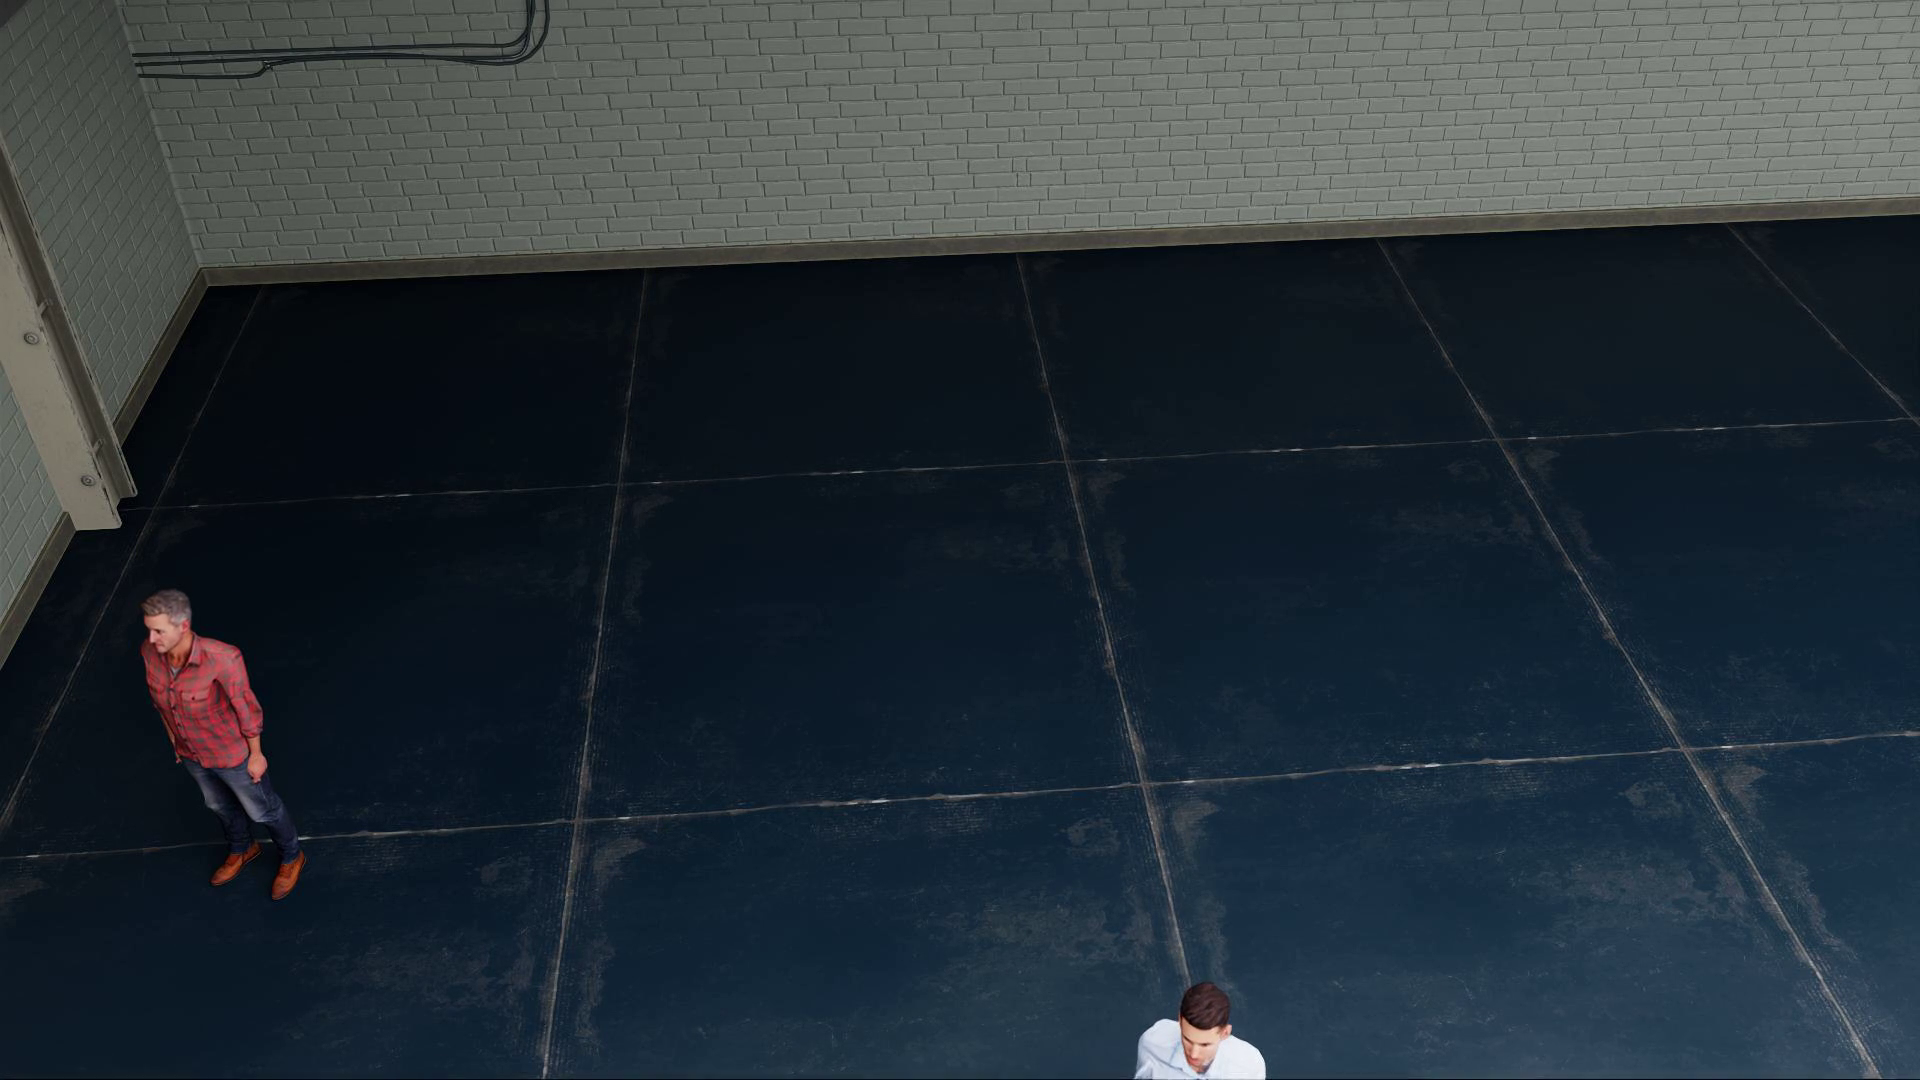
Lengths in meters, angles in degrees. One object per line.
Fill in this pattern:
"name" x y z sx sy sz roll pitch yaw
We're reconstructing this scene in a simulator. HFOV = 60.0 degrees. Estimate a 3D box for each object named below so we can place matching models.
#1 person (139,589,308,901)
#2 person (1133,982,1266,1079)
"person" -3.513 0.952 7.879 0.751 1.831 0.686 10 39 12
"person" 0.844 2.265 6.189 0.722 1.845 0.698 9 39 11
